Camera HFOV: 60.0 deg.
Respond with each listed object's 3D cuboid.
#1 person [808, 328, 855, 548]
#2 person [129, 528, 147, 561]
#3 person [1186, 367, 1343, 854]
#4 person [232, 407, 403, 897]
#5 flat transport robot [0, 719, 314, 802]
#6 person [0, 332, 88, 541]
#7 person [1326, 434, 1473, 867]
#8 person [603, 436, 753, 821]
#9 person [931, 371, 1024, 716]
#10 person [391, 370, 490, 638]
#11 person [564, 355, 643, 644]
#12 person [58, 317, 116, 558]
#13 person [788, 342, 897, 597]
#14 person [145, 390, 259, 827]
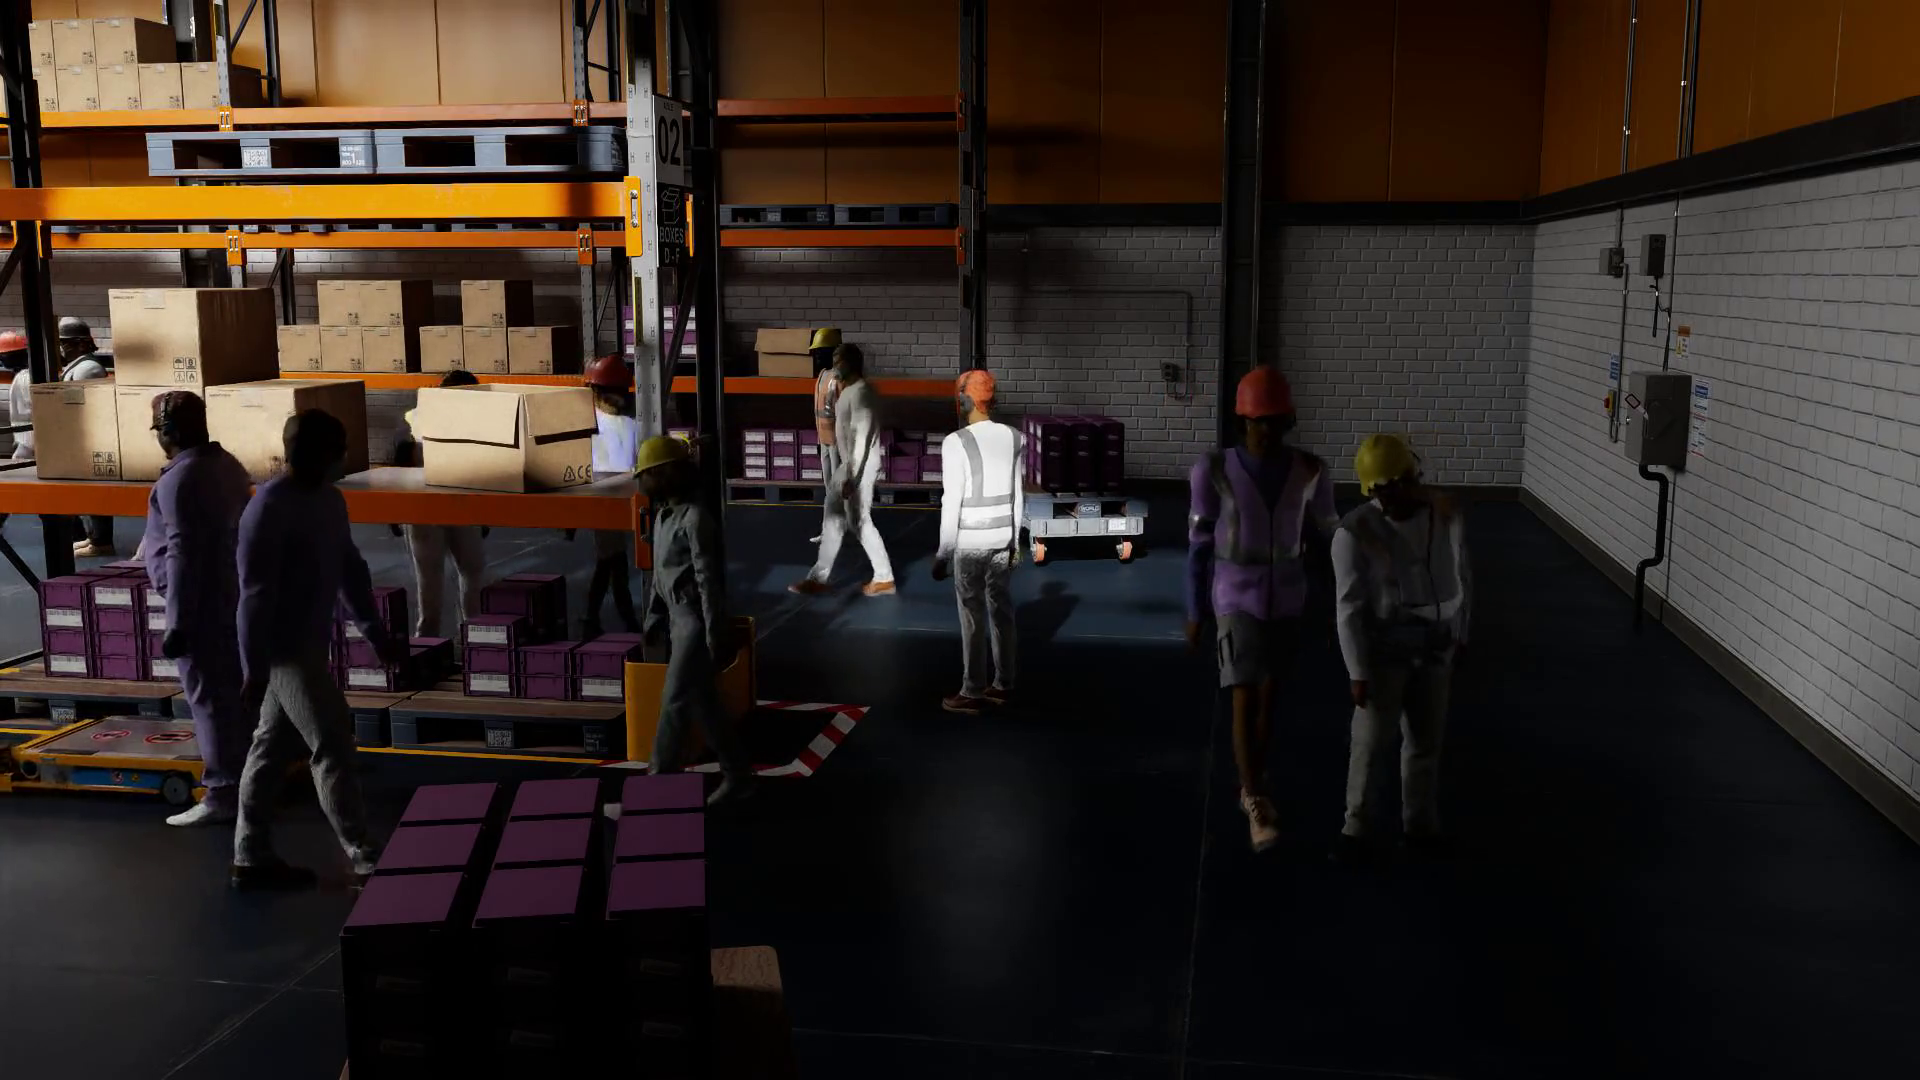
[{"bbox_3d":[-1.127,-0.889,14.553,0.383,1.924,0.594,-4,10,-26],"label":"person"},{"bbox_3d":[-6.110,-0.619,12.840,1.038,1.934,0.607,-6,11,-32],"label":"person"},{"bbox_3d":[1.317,0.296,6.954,0.659,2.005,0.930,-2,9,-10],"label":"person"},{"bbox_3d":[-2.429,0.441,6.394,0.929,1.891,0.653,0,9,-2],"label":"person"},{"bbox_3d":[-3.792,1.020,7.832,1.431,0.197,0.652,1,9,9],"label":"flat transport robot"},{"bbox_3d":[-8.279,-0.880,14.655,0.999,1.873,0.556,-4,10,-24],"label":"person"},{"bbox_3d":[1.825,0.451,6.720,0.689,1.781,0.407,-3,10,-20],"label":"person"},{"bbox_3d":[-1.238,0.395,7.306,0.755,1.689,0.548,-5,10,-27],"label":"person"},{"bbox_3d":[0.109,0.021,9.079,0.344,1.879,0.615,9,13,43],"label":"person"},{"bbox_3d":[-3.256,-0.152,10.394,0.749,1.807,0.433,-6,11,-33],"label":"person"},{"bbox_3d":[-2.102,-0.198,10.381,0.965,1.889,0.561,5,10,29],"label":"person"},{"bbox_3d":[-7.469,-0.874,14.109,0.536,2.000,0.688,-5,10,-28],"label":"person"},{"bbox_3d":[-0.857,-0.502,12.274,0.824,1.886,0.665,-2,9,-15],"label":"person"},{"bbox_3d":[-3.327,0.304,7.279,0.402,1.901,0.649,0,9,-1],"label":"person"}]
